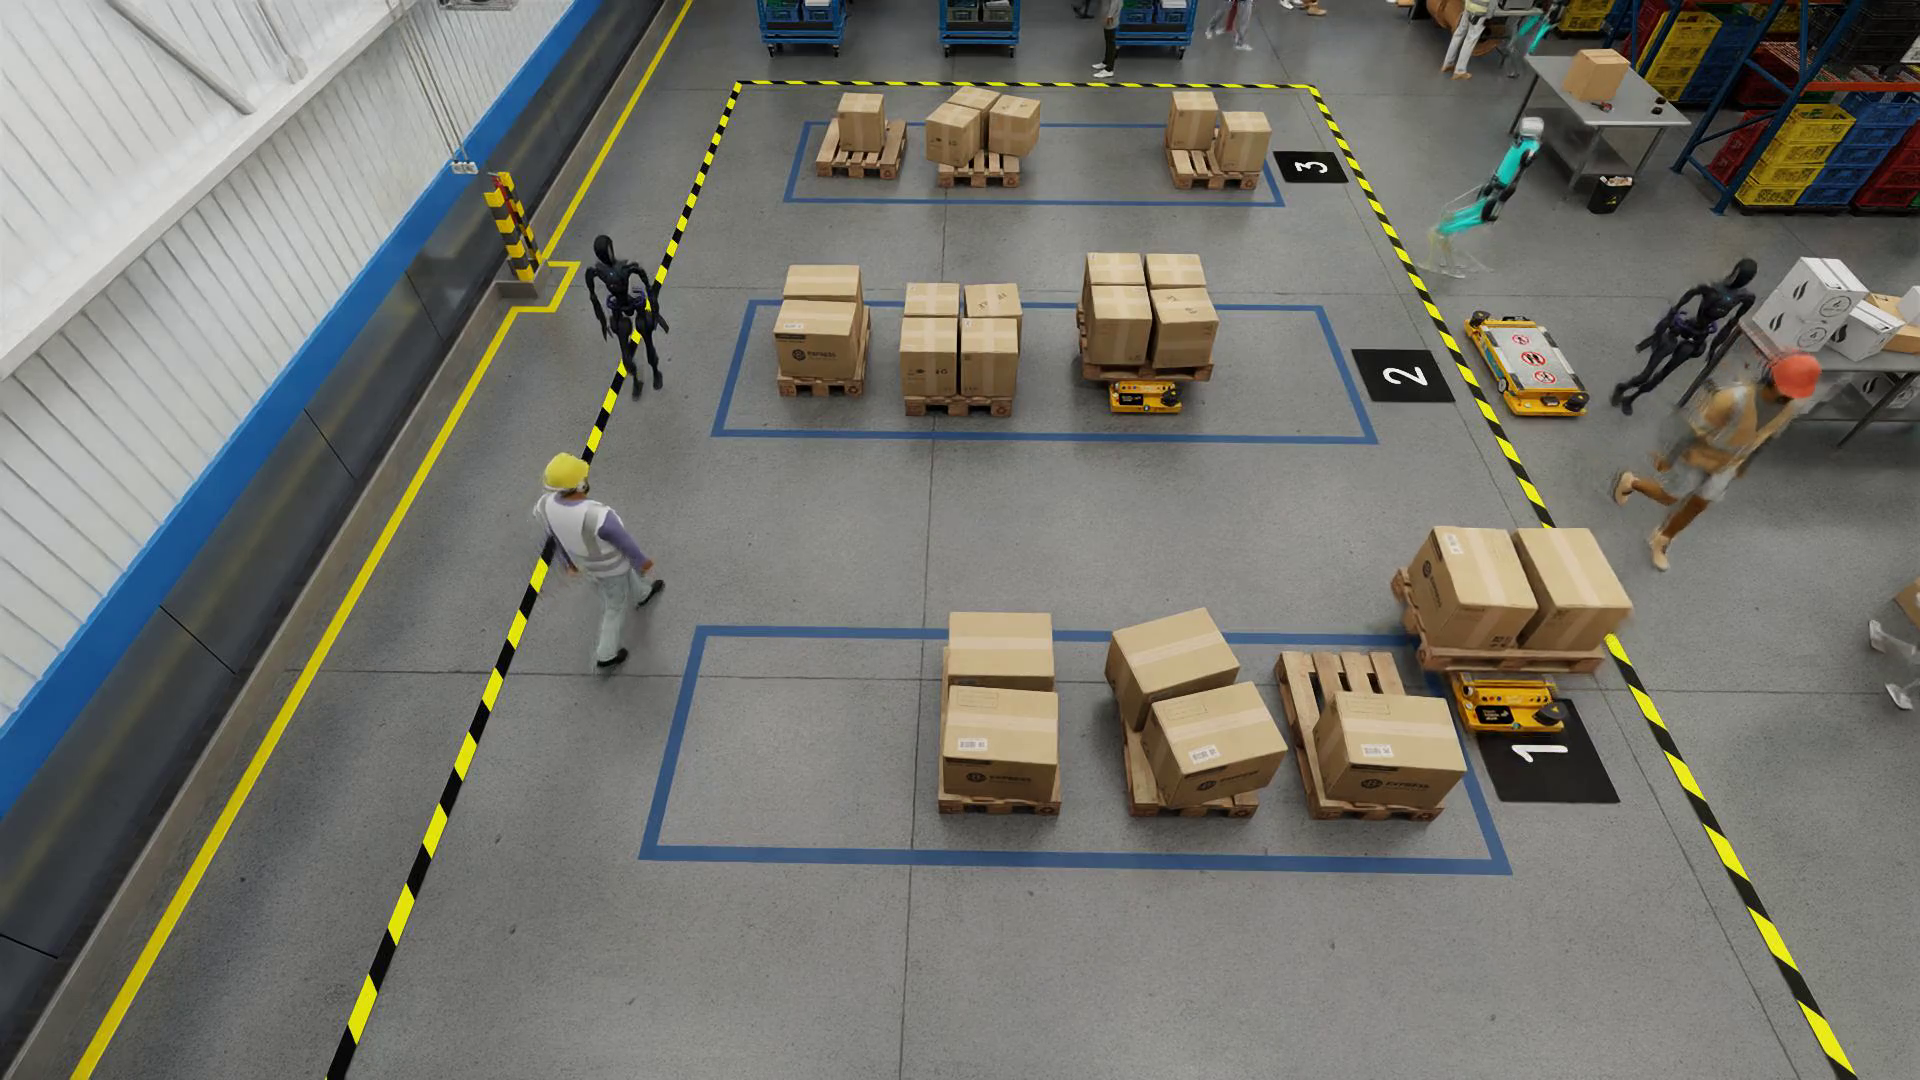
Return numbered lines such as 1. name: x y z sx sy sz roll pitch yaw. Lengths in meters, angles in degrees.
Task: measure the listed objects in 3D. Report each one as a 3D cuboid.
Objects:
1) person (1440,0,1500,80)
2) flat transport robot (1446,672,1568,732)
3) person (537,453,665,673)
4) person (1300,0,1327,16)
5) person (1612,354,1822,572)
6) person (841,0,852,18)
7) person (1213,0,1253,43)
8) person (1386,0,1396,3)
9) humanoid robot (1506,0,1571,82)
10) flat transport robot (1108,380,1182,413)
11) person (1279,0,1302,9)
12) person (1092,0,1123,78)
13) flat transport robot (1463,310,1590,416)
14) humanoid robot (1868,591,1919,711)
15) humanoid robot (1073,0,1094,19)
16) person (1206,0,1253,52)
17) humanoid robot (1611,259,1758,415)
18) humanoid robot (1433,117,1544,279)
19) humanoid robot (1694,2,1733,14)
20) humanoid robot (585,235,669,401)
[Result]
1. person: 7.407 -7.570 13.046 0.429 1.839 0.632 -9 50 -8
2. flat transport robot: 3.915 0.752 6.864 0.652 0.197 1.431 1 49 1
3. person: -2.531 0.138 6.407 0.594 1.793 0.904 21 52 17
4. person: 5.917 -9.522 14.603 0.391 2.040 0.613 -7 50 -6
5. person: 5.700 -0.686 6.977 0.633 2.012 0.755 4 49 3
6. person: -2.046 -9.292 14.584 0.523 1.769 0.312 19 52 16
7. person: 4.389 -8.616 13.929 0.726 1.859 0.394 27 54 22
8. person: 7.490 -9.842 14.990 0.328 1.876 0.508 25 54 20
9. humanoid robot: 8.183 -7.411 13.014 0.694 1.838 0.530 -25 54 -20
10. flat transport robot: 1.773 -1.807 9.079 0.652 0.197 1.431 1 49 1
11. person: 5.622 -9.702 14.881 0.507 1.857 0.329 -34 57 -26
12. person: 2.120 -7.603 13.067 0.396 1.850 0.596 3 49 3
13. flat transport robot: 5.573 -1.757 9.054 0.659 0.231 1.431 1 49 1
14. humanoid robot: 6.828 0.531 6.122 0.557 1.753 1.046 14 51 12
15. humanoid robot: 2.048 -9.163 14.538 0.406 1.643 0.612 -1 49 -1
16. person: 4.223 -8.391 13.852 0.560 1.685 0.843 -28 55 -22
17. humanoid robot: 6.433 -1.784 8.149 0.611 1.651 0.322 11 50 10
18. humanoid robot: 5.365 -3.561 9.555 0.735 1.677 0.533 10 50 8
19. humanoid robot: 10.954 -7.868 13.418 0.462 1.645 0.598 -8 50 -7
20. humanoid robot: -3.000 -2.028 8.363 0.611 1.644 0.449 -8 50 -7
